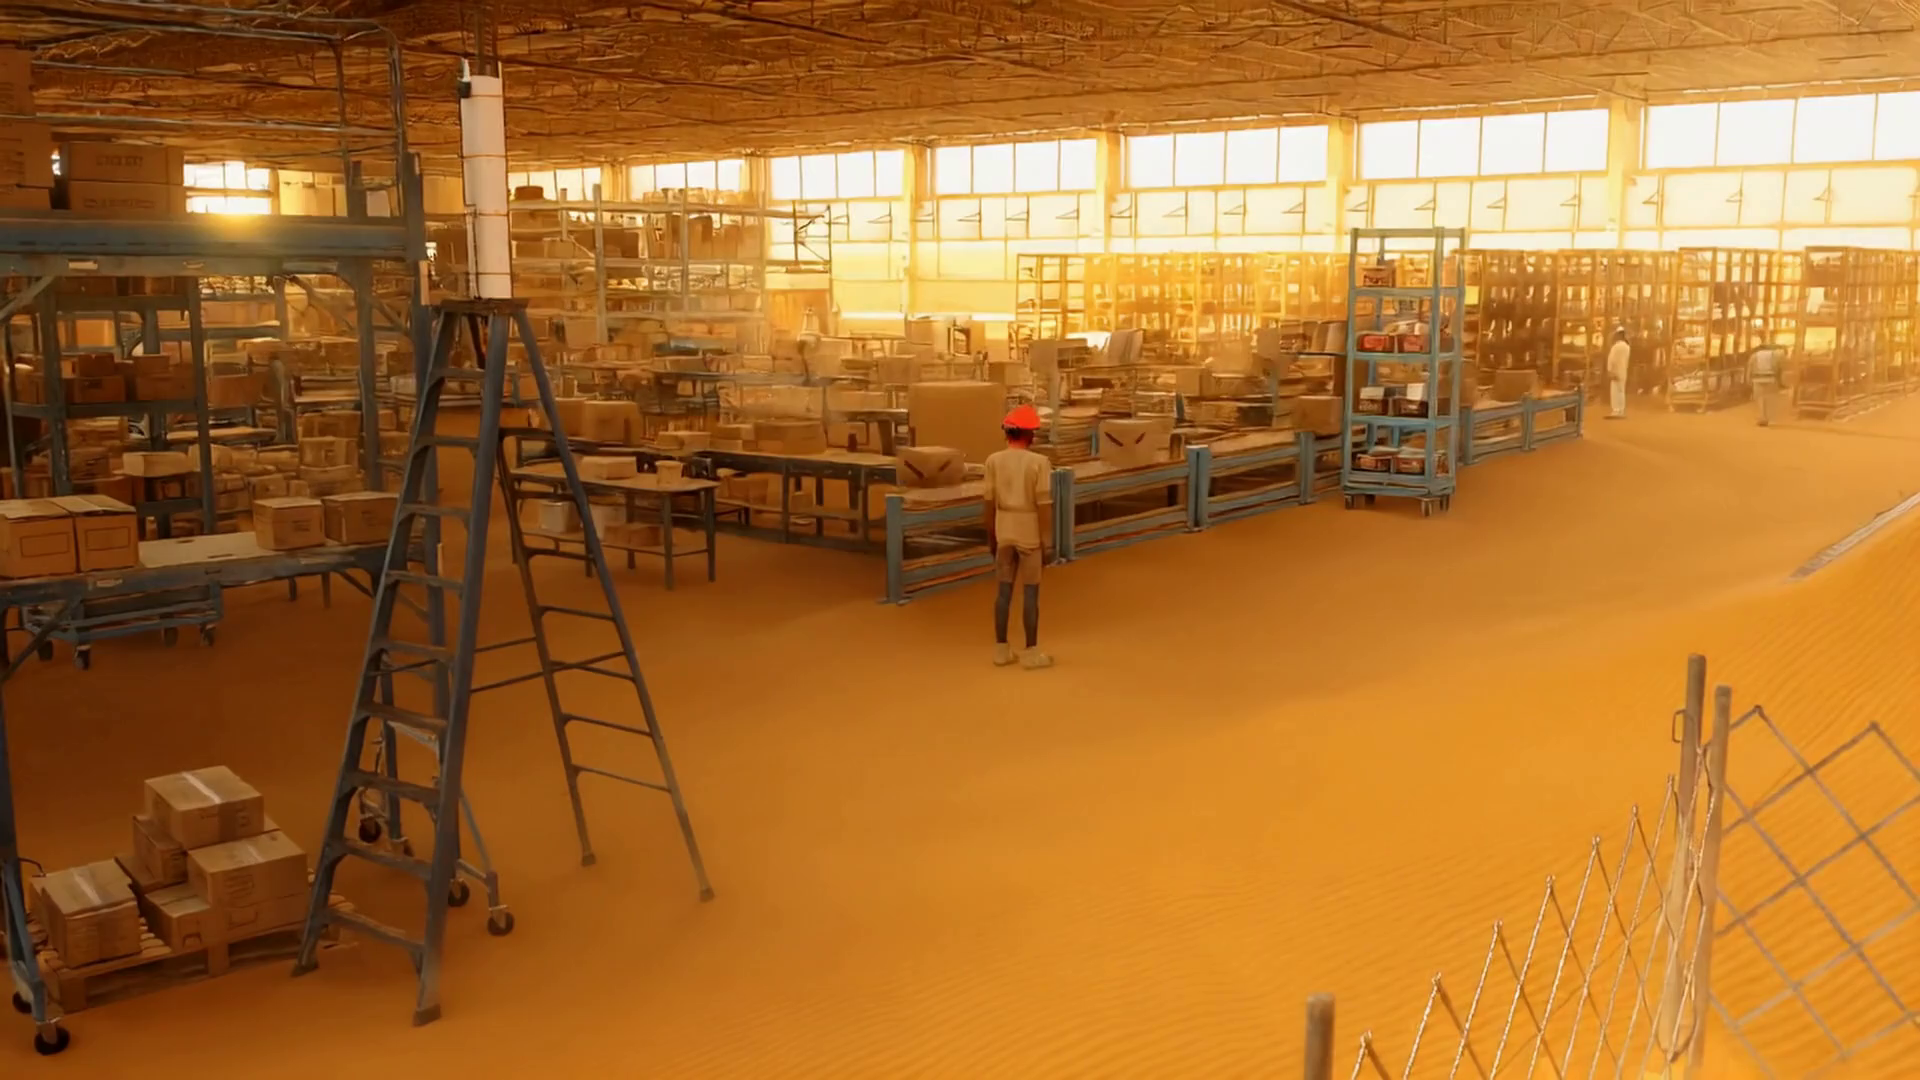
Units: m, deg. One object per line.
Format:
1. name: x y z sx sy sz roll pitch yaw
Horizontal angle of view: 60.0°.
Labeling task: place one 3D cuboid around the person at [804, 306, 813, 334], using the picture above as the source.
1. person: -6.014 -8.377 65.781 0.310 1.769 0.525 -8 12 -40

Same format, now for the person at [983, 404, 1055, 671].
1. person: 0.468 -0.021 12.767 0.608 2.044 0.370 6 11 34

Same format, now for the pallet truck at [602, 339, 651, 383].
1. pallet truck: -8.991 -4.871 45.351 0.653 1.274 1.630 7 11 37

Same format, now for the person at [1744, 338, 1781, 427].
1. person: 15.861 -3.127 33.000 0.663 1.771 0.689 -1 9 -8

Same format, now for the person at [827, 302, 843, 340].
1. person: -4.766 -8.116 63.589 0.601 1.948 0.387 -2 9 -15

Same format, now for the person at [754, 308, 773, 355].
1. person: -6.253 -6.415 52.987 0.626 1.950 1.004 -1 9 -5

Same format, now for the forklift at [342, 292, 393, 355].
1. forklift: -16.485 -5.622 45.120 1.129 2.768 1.873 7 11 37

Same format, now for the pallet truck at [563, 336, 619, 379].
1. pallet truck: -10.690 -5.294 48.215 1.601 1.201 0.680 -5 10 -26

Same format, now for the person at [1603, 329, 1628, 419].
1. person: 13.734 -3.454 34.721 0.479 1.898 0.690 5 10 28

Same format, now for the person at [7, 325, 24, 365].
1. person: -26.558 -5.221 46.632 0.521 1.588 0.851 8 12 42

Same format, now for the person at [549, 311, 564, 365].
1. person: -12.201 -5.971 50.293 0.433 1.917 0.670 -7 11 -35

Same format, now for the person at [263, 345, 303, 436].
1. person: -12.614 -2.726 30.666 0.898 1.722 0.532 -8 12 -40
